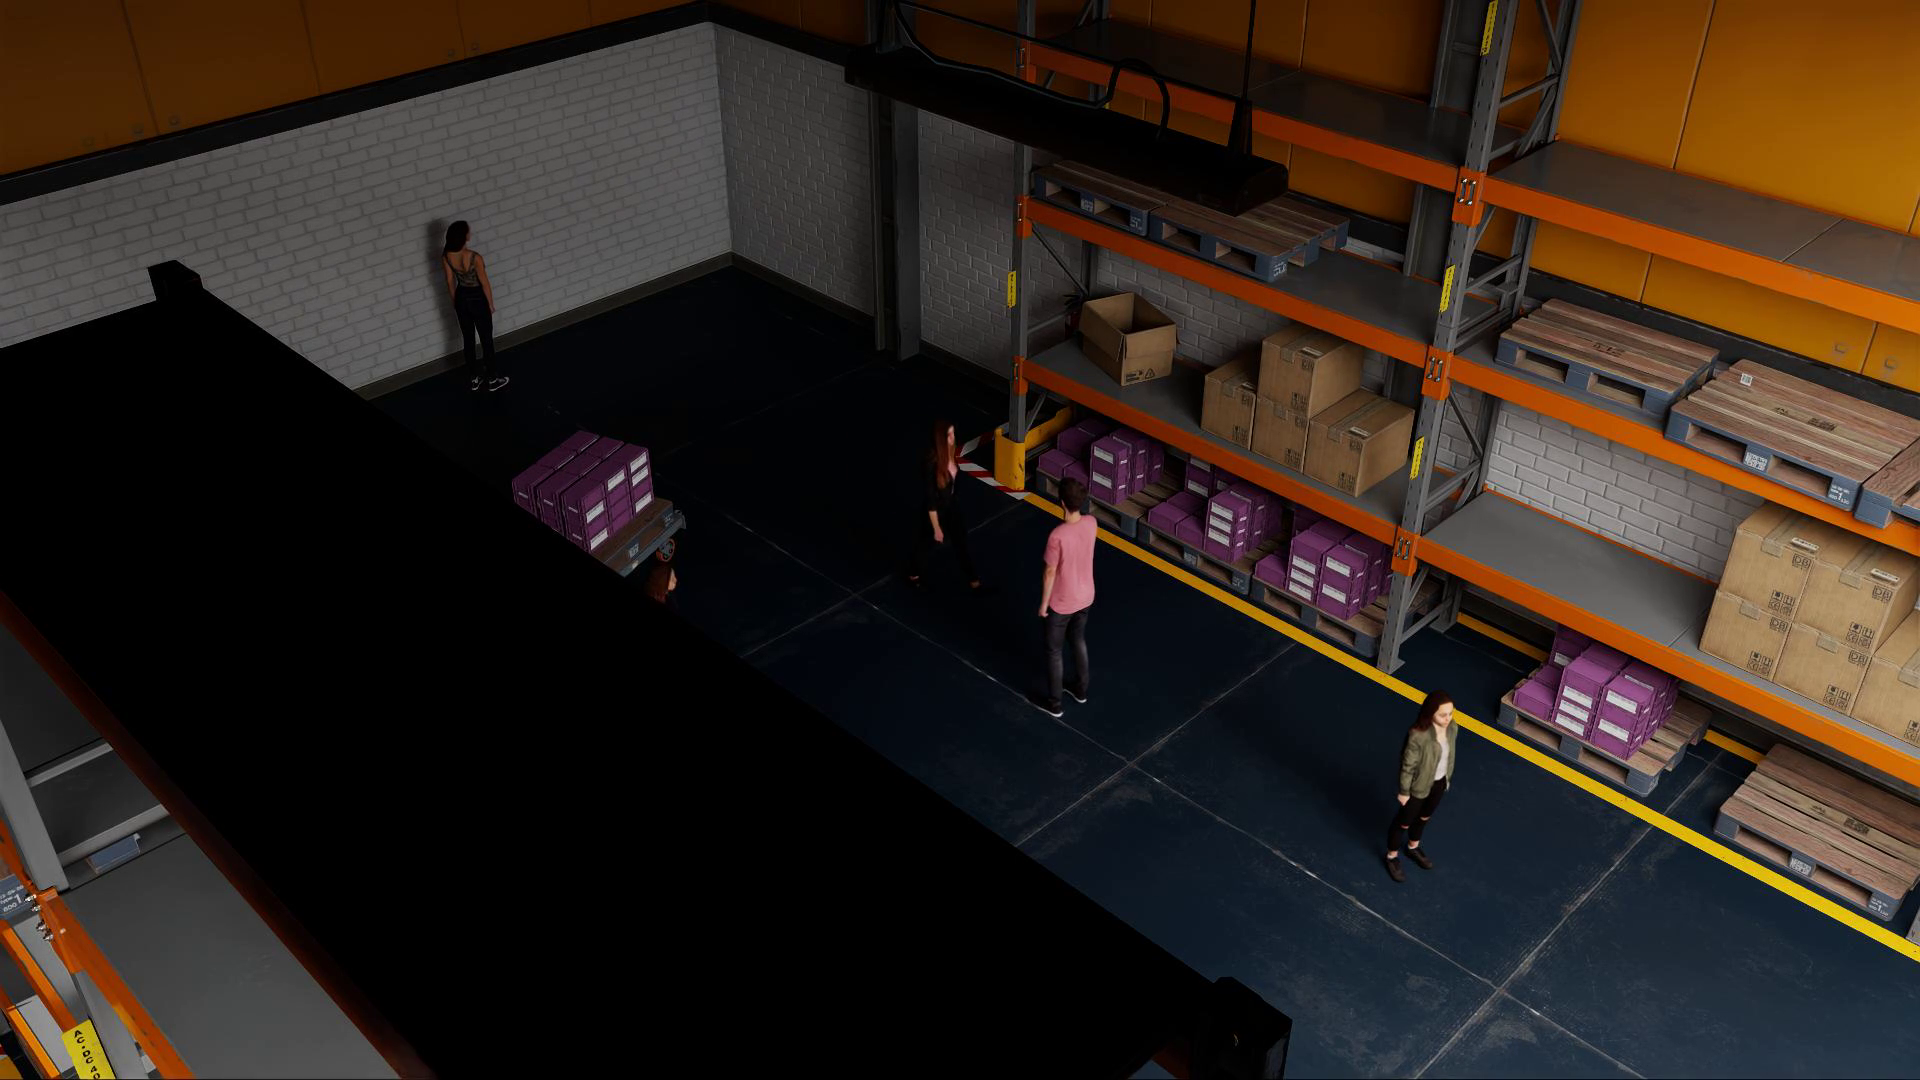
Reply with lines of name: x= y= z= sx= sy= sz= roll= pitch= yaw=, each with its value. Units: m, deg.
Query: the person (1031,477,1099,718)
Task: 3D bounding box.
person: x=0.802 y=0.426 z=12.193 sx=0.639 sy=1.953 sz=0.546 roll=-28 pitch=42 yaw=-35

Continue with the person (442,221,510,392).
person: x=-4.840 y=-2.323 z=16.495 sx=0.652 sy=1.769 sz=0.759 roll=8 pitch=34 yaw=12

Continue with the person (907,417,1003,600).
person: x=-0.250 y=-0.251 z=13.463 sx=1.105 sy=1.675 sz=0.754 roll=19 pitch=38 yaw=26

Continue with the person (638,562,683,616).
person: x=-2.208 y=0.806 z=12.040 sx=0.746 sy=1.489 sz=0.669 roll=-7 pitch=34 yaw=-10

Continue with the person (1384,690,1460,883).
person: x=3.033 y=1.582 z=10.886 sx=0.630 sy=1.475 sz=0.598 roll=-16 pitch=37 yaw=-22
